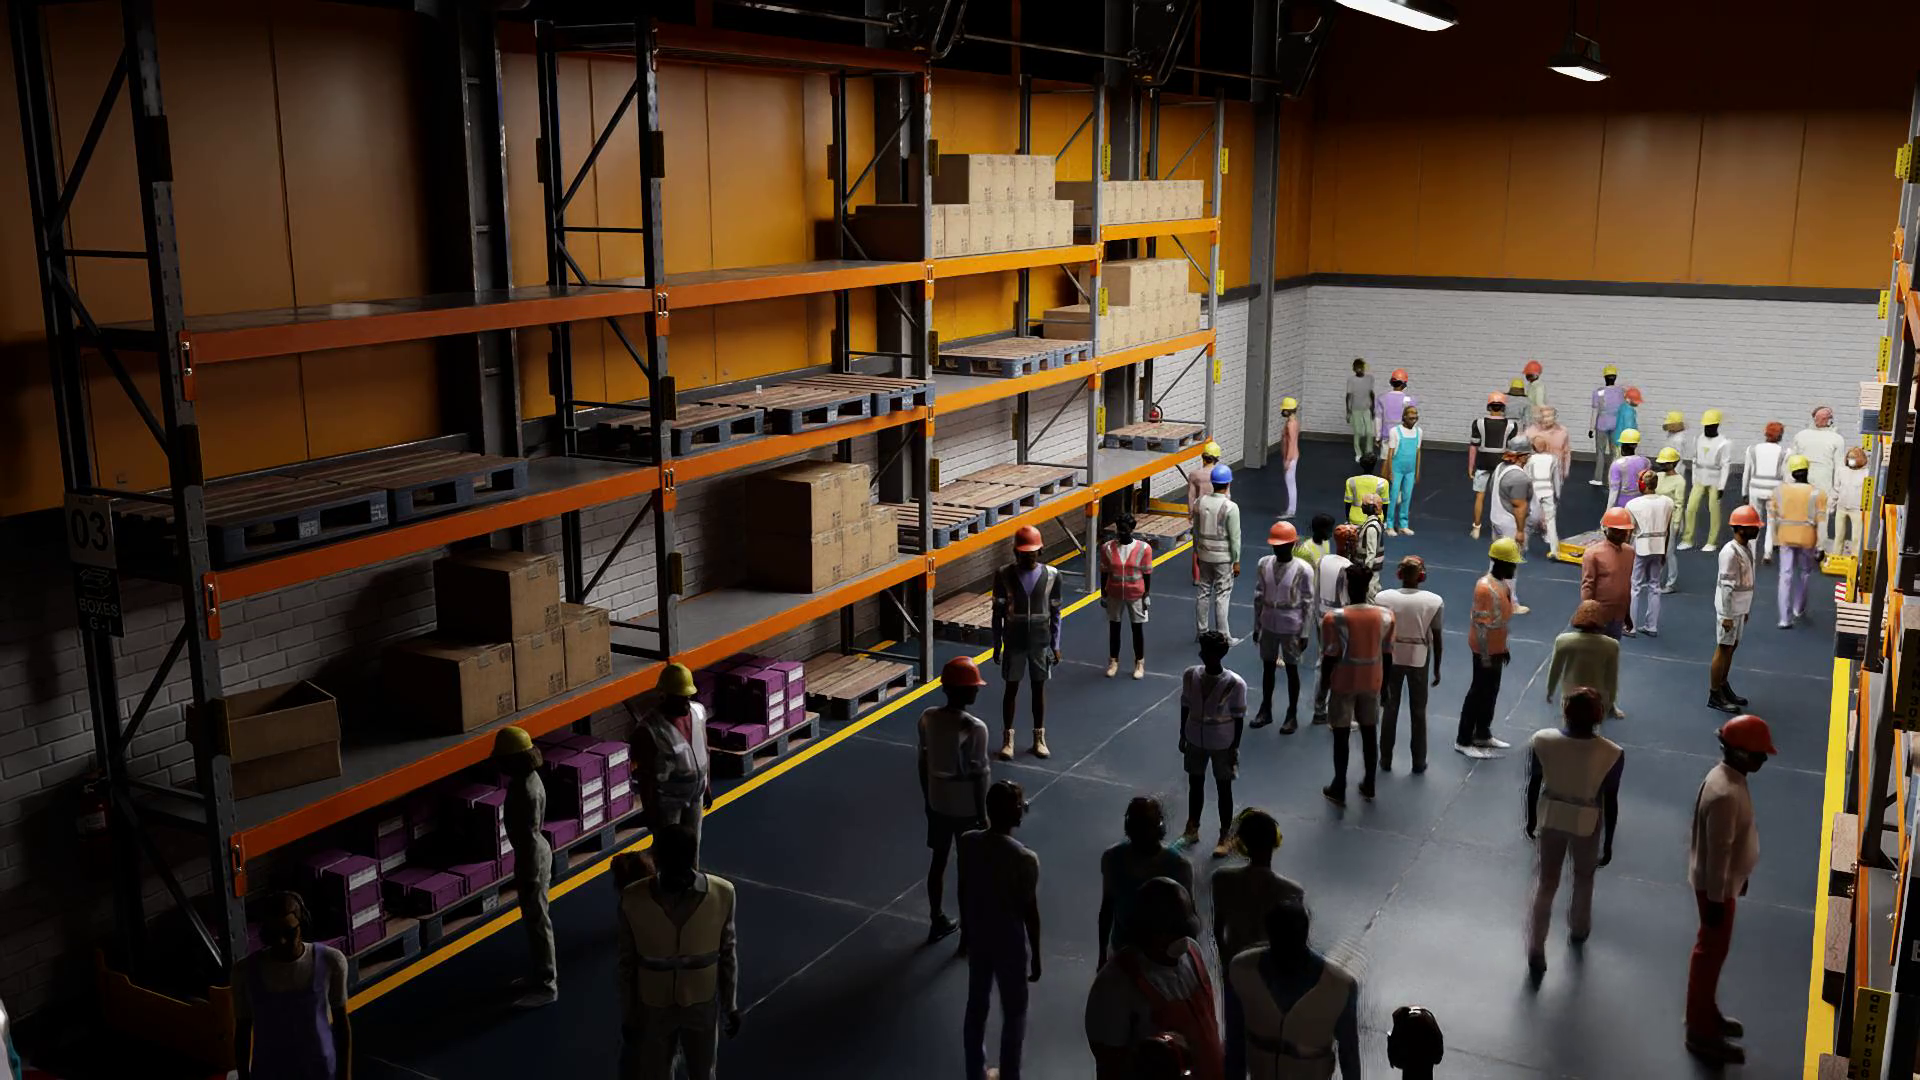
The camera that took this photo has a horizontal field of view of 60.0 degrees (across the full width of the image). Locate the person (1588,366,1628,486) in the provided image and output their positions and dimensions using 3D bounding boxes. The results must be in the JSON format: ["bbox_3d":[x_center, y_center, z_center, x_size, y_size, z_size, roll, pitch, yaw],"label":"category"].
[{"bbox_3d":[10.313,-1.814,26.512,0.591,1.913,0.394,-1,13,-3],"label":"person"}]

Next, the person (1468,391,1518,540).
[{"bbox_3d":[7.240,-1.009,22.656,0.611,2.032,0.411,3,13,12],"label":"person"}]

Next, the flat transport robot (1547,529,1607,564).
[{"bbox_3d":[8.309,0.092,21.694,1.431,0.197,0.652,-12,17,-42],"label":"flat transport robot"}]

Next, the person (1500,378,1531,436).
[{"bbox_3d":[8.795,-1.705,26.441,0.510,1.734,0.323,5,14,22],"label":"person"}]

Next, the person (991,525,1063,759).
[{"bbox_3d":[0.573,0.870,14.207,0.608,2.044,0.372,-1,13,-5],"label":"person"}]

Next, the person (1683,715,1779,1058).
[{"bbox_3d":[4.377,1.948,9.510,0.404,1.988,0.632,6,14,26],"label":"person"}]

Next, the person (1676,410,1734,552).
[{"bbox_3d":[9.758,-0.749,21.795,0.785,1.901,0.590,-9,15,-34],"label":"person"}]

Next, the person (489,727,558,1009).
[{"bbox_3d":[-2.633,1.956,10.052,0.328,1.733,0.488,-5,14,-21],"label":"person"}]

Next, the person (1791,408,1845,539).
[{"bbox_3d":[11.312,-0.790,21.949,0.401,1.907,0.646,-12,17,-42],"label":"person"}]

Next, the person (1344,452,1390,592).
[{"bbox_3d":[4.843,-0.211,19.840,0.532,1.693,0.319,4,13,19],"label":"person"}]

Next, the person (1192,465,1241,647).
[{"bbox_3d":[2.723,0.168,17.564,0.394,1.946,0.616,-10,16,-38],"label":"person"}]

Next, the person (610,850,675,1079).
[{"bbox_3d":[-1.580,2.353,8.510,0.373,1.621,0.535,-1,13,-3],"label":"person"}]

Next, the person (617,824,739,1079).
[{"bbox_3d":[-1.381,2.281,8.187,0.587,1.914,0.390,-3,13,-14],"label":"person"}]

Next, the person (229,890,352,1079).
[{"bbox_3d":[-3.013,2.455,7.559,0.507,1.847,0.343,-5,13,-20],"label":"person"}]

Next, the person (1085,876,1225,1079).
[{"bbox_3d":[0.893,2.424,7.255,0.538,2.000,0.684,12,17,42],"label":"person"}]

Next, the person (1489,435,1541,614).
[{"bbox_3d":[6.335,-0.195,18.981,0.536,2.000,0.684,-1,13,-4],"label":"person"}]

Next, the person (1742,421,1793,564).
[{"bbox_3d":[10.228,-0.585,21.114,0.563,1.877,0.429,8,15,31],"label":"person"}]

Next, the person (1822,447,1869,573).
[{"bbox_3d":[11.031,-0.352,20.606,0.267,1.631,0.505,-9,16,-36],"label":"person"}]

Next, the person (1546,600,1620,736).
[{"bbox_3d":[5.029,1.253,13.481,0.522,1.598,0.790,4,13,15],"label":"person"}]

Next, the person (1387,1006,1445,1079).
[{"bbox_3d":[1.761,2.693,6.512,0.504,1.838,0.351,-1,13,-4],"label":"person"}]

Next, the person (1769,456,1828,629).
[{"bbox_3d":[9.281,0.008,18.447,0.609,1.868,0.920,9,15,34],"label":"person"}]

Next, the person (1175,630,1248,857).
[{"bbox_3d":[1.843,1.485,12.239,0.536,1.697,0.318,8,15,33],"label":"person"}]

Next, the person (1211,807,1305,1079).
[{"bbox_3d":[1.551,2.243,8.580,0.506,1.818,0.967,5,14,21],"label":"person"}]

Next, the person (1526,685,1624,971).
[{"bbox_3d":[3.854,1.811,10.519,0.572,1.810,0.926,8,15,31],"label":"person"}]

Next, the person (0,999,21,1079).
[{"bbox_3d":[-4.200,2.586,7.020,0.429,1.830,0.635,3,13,14],"label":"person"}]

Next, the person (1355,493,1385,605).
[{"bbox_3d":[4.336,0.308,17.637,0.306,1.641,0.514,3,13,13],"label":"person"}]

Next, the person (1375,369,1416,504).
[{"bbox_3d":[6.576,-1.568,25.121,0.611,2.042,0.396,8,15,31],"label":"person"}]

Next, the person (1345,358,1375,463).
[{"bbox_3d":[6.861,-2.214,28.507,0.559,1.822,0.523,0,13,0],"label":"person"}]

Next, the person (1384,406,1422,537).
[{"bbox_3d":[6.094,-0.942,22.820,0.514,1.833,0.363,-4,13,-16],"label":"person"}]

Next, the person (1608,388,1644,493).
[{"bbox_3d":[10.277,-1.521,25.687,0.344,1.701,0.755,3,13,11],"label":"person"}]

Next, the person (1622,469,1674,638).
[{"bbox_3d":[7.363,0.158,17.872,0.560,1.836,0.394,-3,13,-12],"label":"person"}]

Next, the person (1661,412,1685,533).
[{"bbox_3d":[9.822,-0.903,22.904,0.475,1.722,0.553,3,13,14],"label":"person"}]

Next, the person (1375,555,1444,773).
[{"bbox_3d":[3.728,1.041,13.889,0.570,1.843,0.372,4,13,18],"label":"person"}]

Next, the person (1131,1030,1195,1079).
[{"bbox_3d":[0.662,2.755,6.324,0.589,1.806,0.893,4,13,18],"label":"person"}]

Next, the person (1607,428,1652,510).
[{"bbox_3d":[8.041,-0.390,20.111,0.584,1.927,0.367,-5,14,-23],"label":"person"}]

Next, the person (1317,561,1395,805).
[{"bbox_3d":[3.132,1.134,13.205,0.613,1.961,0.368,-2,13,-10],"label":"person"}]

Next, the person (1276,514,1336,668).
[{"bbox_3d":[3.545,0.529,16.675,0.926,1.617,0.545,12,17,42],"label":"person"}]

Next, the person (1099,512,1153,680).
[{"bbox_3d":[1.636,0.548,16.458,0.535,1.690,0.319,4,13,17],"label":"person"}]

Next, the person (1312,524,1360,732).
[{"bbox_3d":[3.399,0.784,14.950,0.337,1.882,0.585,-6,14,-24],"label":"person"}]

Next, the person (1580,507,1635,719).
[{"bbox_3d":[5.914,0.674,15.191,0.611,1.996,0.379,-7,14,-27],"label":"person"}]

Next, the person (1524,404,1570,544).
[{"bbox_3d":[7.968,-0.936,22.670,0.656,1.879,0.832,-3,13,-11],"label":"person"}]

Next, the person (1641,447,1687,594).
[{"bbox_3d":[8.393,-0.235,19.808,0.342,1.760,0.533,-3,13,-14],"label":"person"}]

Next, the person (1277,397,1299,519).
[{"bbox_3d":[4.728,-1.179,24.013,0.330,1.765,0.533,3,13,13],"label":"person"}]

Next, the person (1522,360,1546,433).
[{"bbox_3d":[9.190,-1.904,26.749,0.399,1.993,0.619,1,13,3],"label":"person"}]

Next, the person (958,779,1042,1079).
[{"bbox_3d":[0.209,2.166,8.893,0.505,1.836,0.349,9,15,35],"label":"person"}]

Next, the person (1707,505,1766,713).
[{"bbox_3d":[7.236,0.631,15.507,0.354,1.942,0.545,10,16,38],"label":"person"}]

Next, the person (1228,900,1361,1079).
[{"bbox_3d":[1.530,2.439,7.575,0.613,1.880,0.880,5,14,23],"label":"person"}]

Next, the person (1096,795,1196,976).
[{"bbox_3d":[0.990,2.189,8.785,0.522,1.827,0.551,6,14,23],"label":"person"}]

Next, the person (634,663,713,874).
[{"bbox_3d":[-1.877,1.690,11.048,0.405,1.824,0.586,9,16,35],"label":"person"}]

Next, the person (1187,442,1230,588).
[{"bbox_3d":[3.001,-0.303,20.085,0.526,1.769,0.329,6,14,24],"label":"person"}]

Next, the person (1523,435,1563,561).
[{"bbox_3d":[7.572,-0.553,21.632,0.549,1.580,0.909,0,13,0],"label":"person"}]

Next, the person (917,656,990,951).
[{"bbox_3d":[-0.018,1.694,10.767,0.547,1.934,0.376,10,16,38],"label":"person"}]

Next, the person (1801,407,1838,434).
[{"bbox_3d":[12.403,-1.125,24.122,0.633,1.616,0.522,-10,16,-38],"label":"person"}]

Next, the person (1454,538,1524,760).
[{"bbox_3d":[4.572,0.913,14.319,0.477,1.911,0.655,8,15,33],"label":"person"}]

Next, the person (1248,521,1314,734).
[{"bbox_3d":[2.862,0.776,14.870,0.551,1.934,0.373,9,15,35],"label":"person"}]
